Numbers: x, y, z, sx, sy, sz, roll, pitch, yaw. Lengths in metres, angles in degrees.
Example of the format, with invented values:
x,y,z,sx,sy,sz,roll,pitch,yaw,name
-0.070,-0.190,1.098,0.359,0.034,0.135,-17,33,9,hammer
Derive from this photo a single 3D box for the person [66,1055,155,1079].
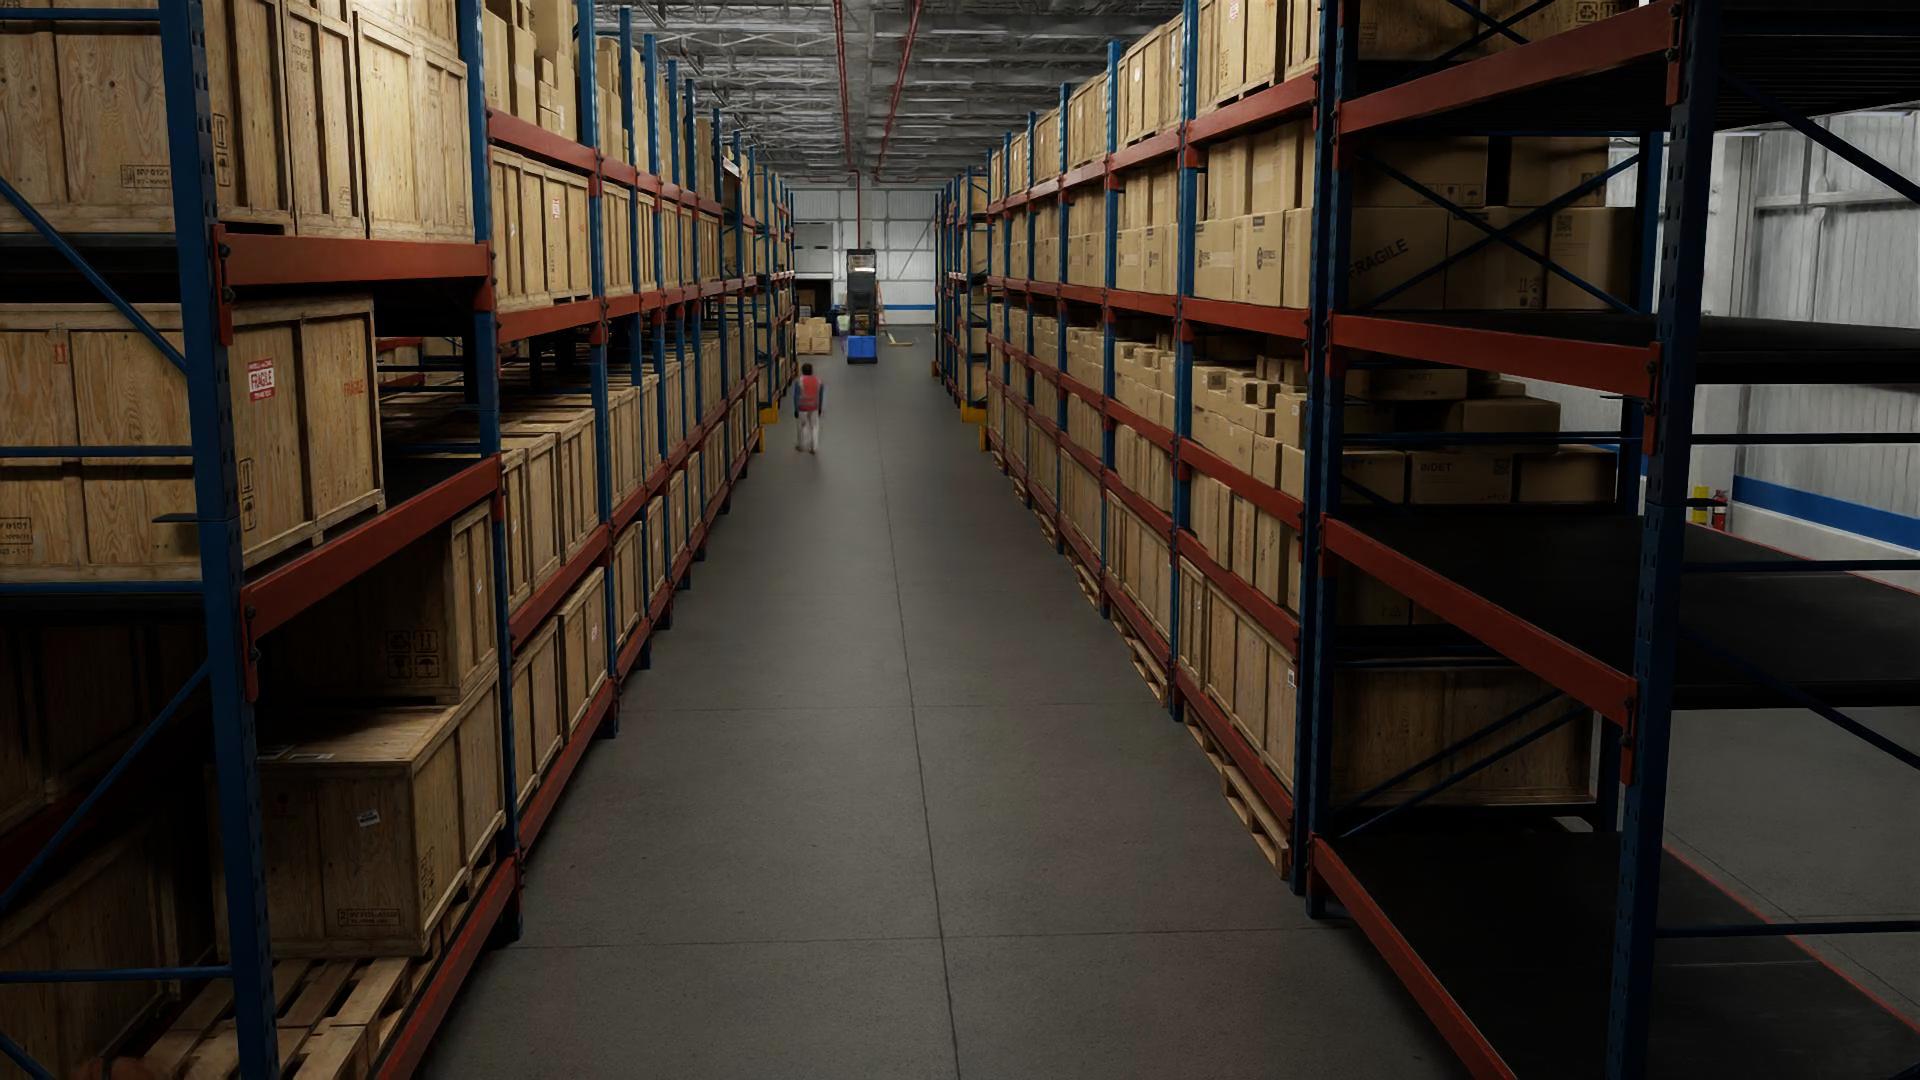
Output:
x,y,z,sx,sy,sz,roll,pitch,yaw,name
-2.374,2.248,4.772,0.371,1.623,0.528,-2,10,-9,person

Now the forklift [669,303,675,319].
x,y,z,sx,sy,sz,roll,pitch,yaw,name
-8.353,-5.974,50.152,1.873,2.768,1.129,5,11,26,forklift

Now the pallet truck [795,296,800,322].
x,y,z,sx,sy,sz,roll,pitch,yaw,name
-8.622,-12.439,91.403,1.885,1.965,0.823,2,10,13,pallet truck

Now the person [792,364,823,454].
x,y,z,sx,sy,sz,roll,pitch,yaw,name
-3.094,-2.642,33.459,0.655,1.799,0.917,-4,10,-25,person

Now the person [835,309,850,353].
x,y,z,sx,sy,sz,roll,pitch,yaw,name
-4.985,-8.791,69.962,0.624,1.884,0.736,-6,11,-33,person

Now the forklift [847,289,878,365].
x,y,z,sx,sy,sz,roll,pitch,yaw,name
-3.666,-7.985,62.168,1.129,2.768,1.873,-1,10,-4,forklift
